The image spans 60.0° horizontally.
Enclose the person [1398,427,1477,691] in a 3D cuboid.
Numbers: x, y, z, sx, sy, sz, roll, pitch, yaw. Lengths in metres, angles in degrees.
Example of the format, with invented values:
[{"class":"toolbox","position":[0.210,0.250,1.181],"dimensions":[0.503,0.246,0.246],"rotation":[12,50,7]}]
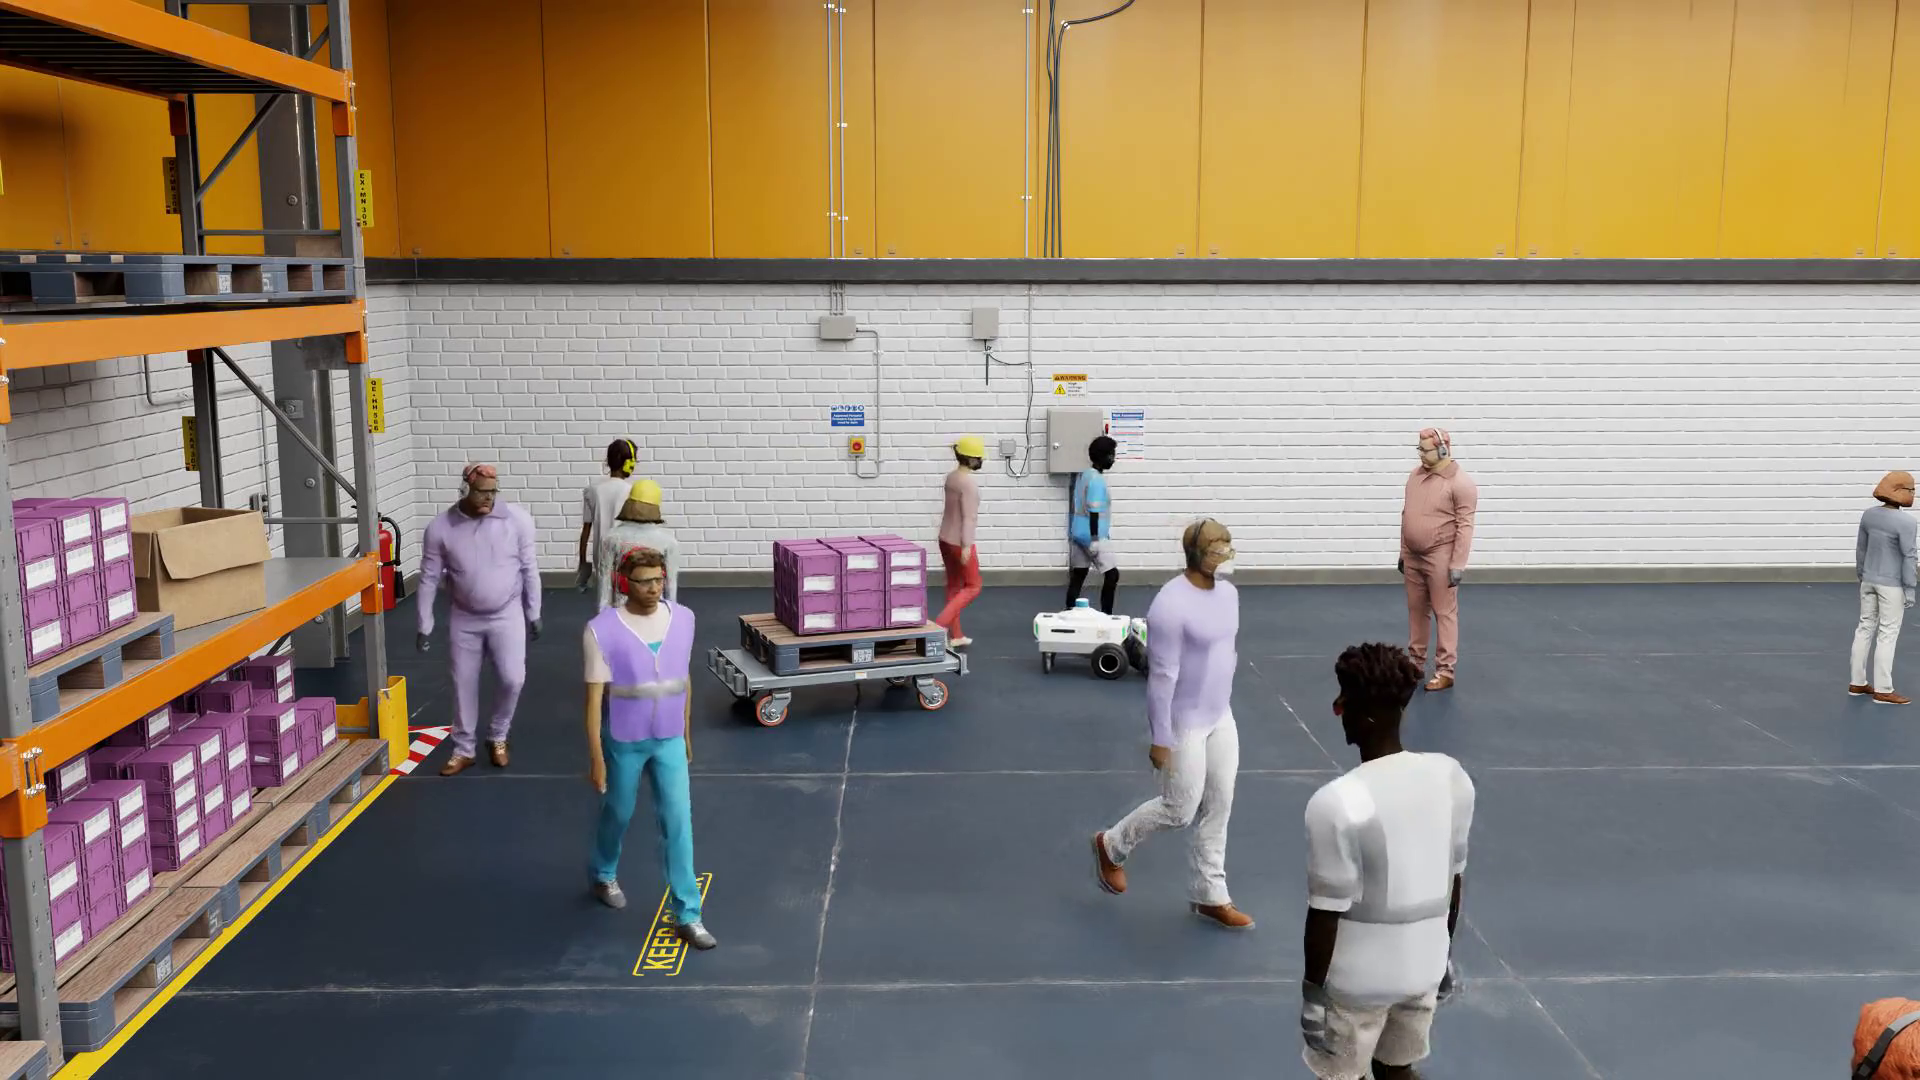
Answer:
[{"class":"person","position":[3.401,0.133,12.041],"dimensions":[0.406,1.902,0.639],"rotation":[-5,10,-28]}]

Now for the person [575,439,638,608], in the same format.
[{"class":"person","position":[-2.472,0.216,11.720],"dimensions":[0.583,1.843,0.629],"rotation":[3,10,17]}]

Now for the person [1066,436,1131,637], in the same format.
[{"class":"person","position":[1.154,-0.020,13.644],"dimensions":[0.645,1.662,0.557],"rotation":[-1,9,-6]}]

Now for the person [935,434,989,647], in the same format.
[{"class":"person","position":[-0.054,0.032,13.144],"dimensions":[0.503,1.745,0.517],"rotation":[-6,11,-32]}]

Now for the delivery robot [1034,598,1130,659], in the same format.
[{"class":"delivery robot","position":[0.914,0.683,12.495],"dimensions":[0.707,0.478,0.477],"rotation":[2,9,10]}]

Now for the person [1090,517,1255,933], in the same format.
[{"class":"person","position":[1.012,0.830,7.710],"dimensions":[0.749,1.923,0.638],"rotation":[8,12,40]}]

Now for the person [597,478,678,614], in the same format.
[{"class":"person","position":[-2.033,0.471,10.491],"dimensions":[0.518,1.718,0.378],"rotation":[-3,10,-17]}]

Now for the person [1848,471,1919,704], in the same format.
[{"class":"person","position":[6.507,0.325,11.677],"dimensions":[0.281,1.631,0.507],"rotation":[-2,9,-11]}]

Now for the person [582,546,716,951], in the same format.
[{"class":"person","position":[-1.472,0.903,7.635],"dimensions":[0.585,1.801,0.971],"rotation":[-7,12,-37]}]

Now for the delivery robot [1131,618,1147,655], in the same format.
[{"class":"delivery robot","position":[1.646,0.699,12.394],"dimensions":[0.707,0.478,0.477],"rotation":[-2,9,-9]}]

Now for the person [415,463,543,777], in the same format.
[{"class":"person","position":[-2.891,0.473,9.987],"dimensions":[0.743,1.888,0.390],"rotation":[-2,9,-11]}]

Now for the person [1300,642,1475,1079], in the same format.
[{"class":"person","position":[1.276,1.268,4.907],"dimensions":[0.626,1.953,0.605],"rotation":[-5,11,-29]}]

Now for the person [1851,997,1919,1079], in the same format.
[{"class":"person","position":[1.513,1.659,2.742],"dimensions":[0.575,1.882,0.355],"rotation":[-2,10,-14]}]
